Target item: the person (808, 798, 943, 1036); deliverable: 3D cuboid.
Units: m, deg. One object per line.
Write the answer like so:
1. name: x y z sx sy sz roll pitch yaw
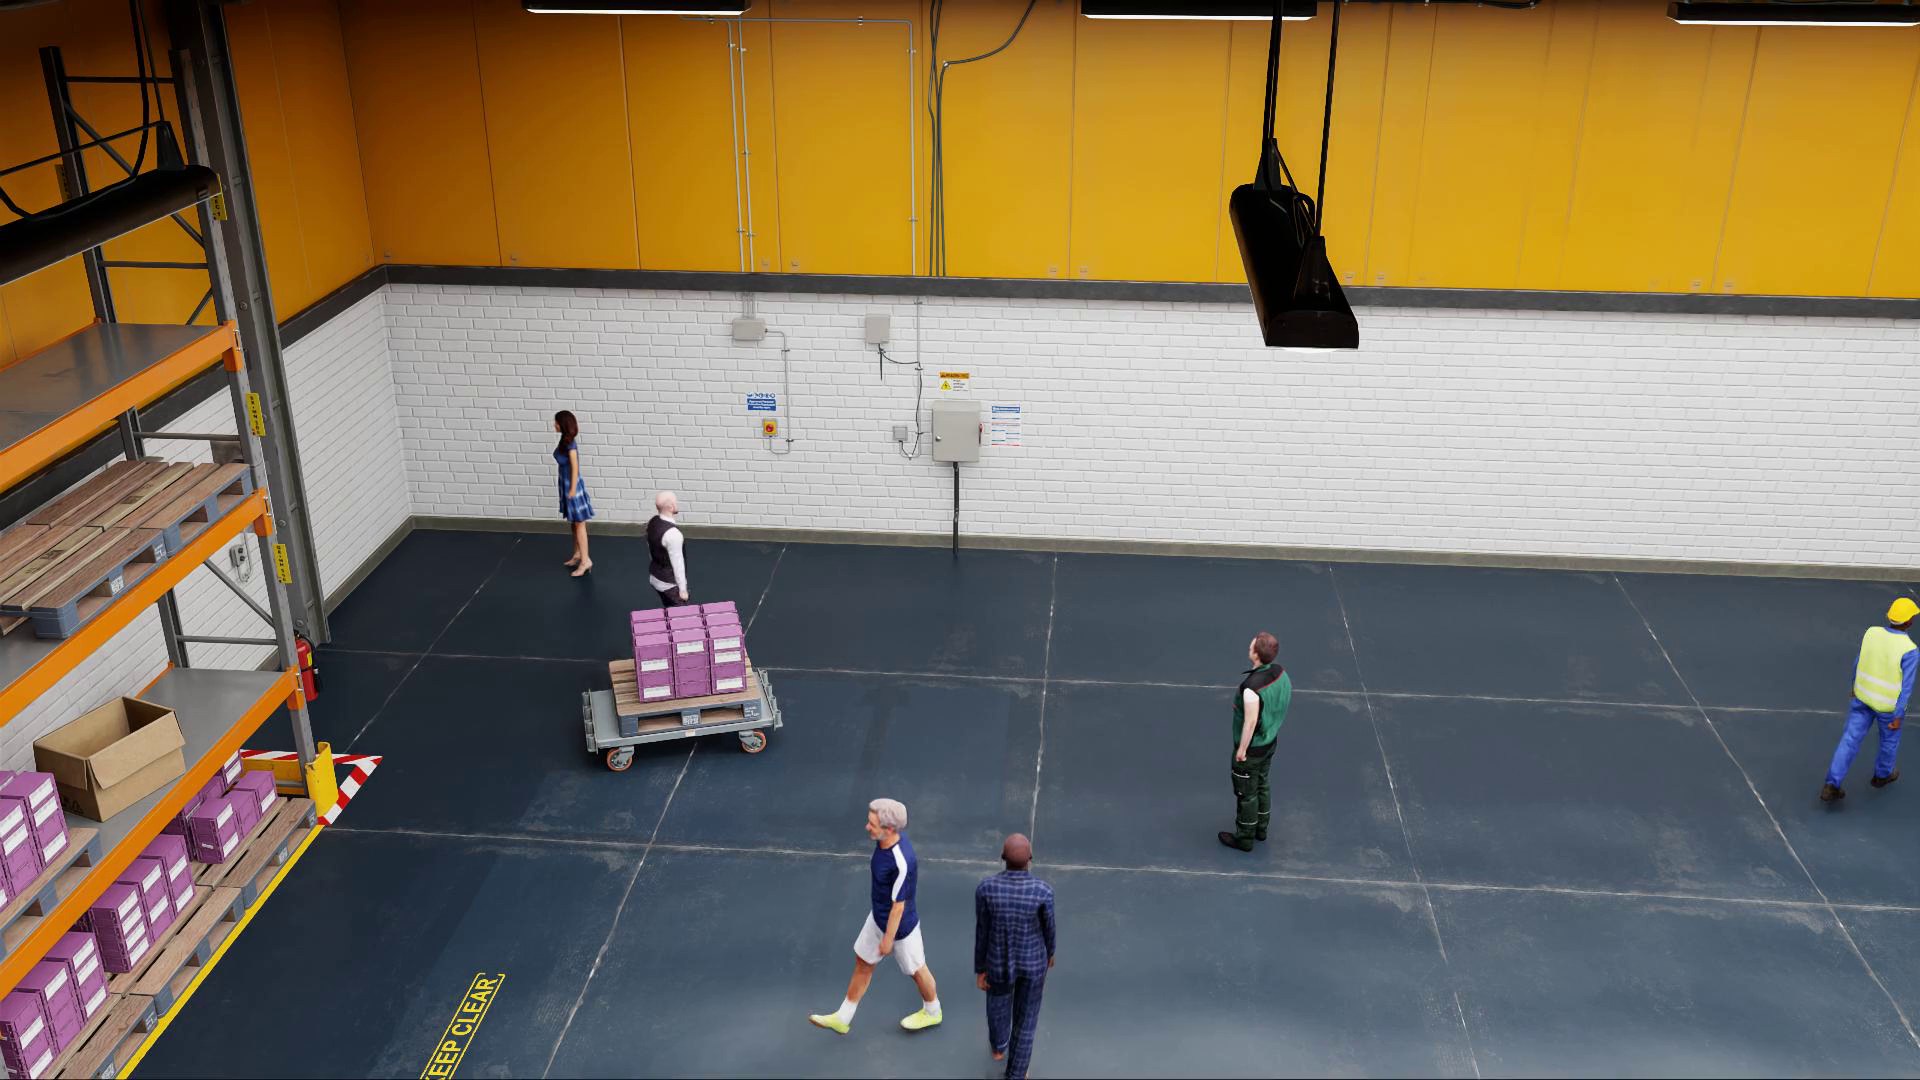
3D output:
1. person: -0.336 2.451 10.753 1.046 1.796 1.155 -9 25 -19

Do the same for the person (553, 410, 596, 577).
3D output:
1. person: -4.094 -0.505 17.502 0.784 1.806 0.671 -10 26 -22

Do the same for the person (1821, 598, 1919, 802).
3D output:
1. person: 7.316 1.322 13.364 1.215 1.773 1.221 -15 28 -30

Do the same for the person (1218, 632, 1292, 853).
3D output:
1. person: 2.264 1.535 12.790 0.808 1.843 0.719 19 30 37

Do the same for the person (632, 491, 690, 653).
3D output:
1. person: -2.758 0.433 15.359 1.016 1.805 0.971 -16 28 -32

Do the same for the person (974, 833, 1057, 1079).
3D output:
1. person: 0.346 2.660 10.277 0.661 1.795 0.849 3 24 8
